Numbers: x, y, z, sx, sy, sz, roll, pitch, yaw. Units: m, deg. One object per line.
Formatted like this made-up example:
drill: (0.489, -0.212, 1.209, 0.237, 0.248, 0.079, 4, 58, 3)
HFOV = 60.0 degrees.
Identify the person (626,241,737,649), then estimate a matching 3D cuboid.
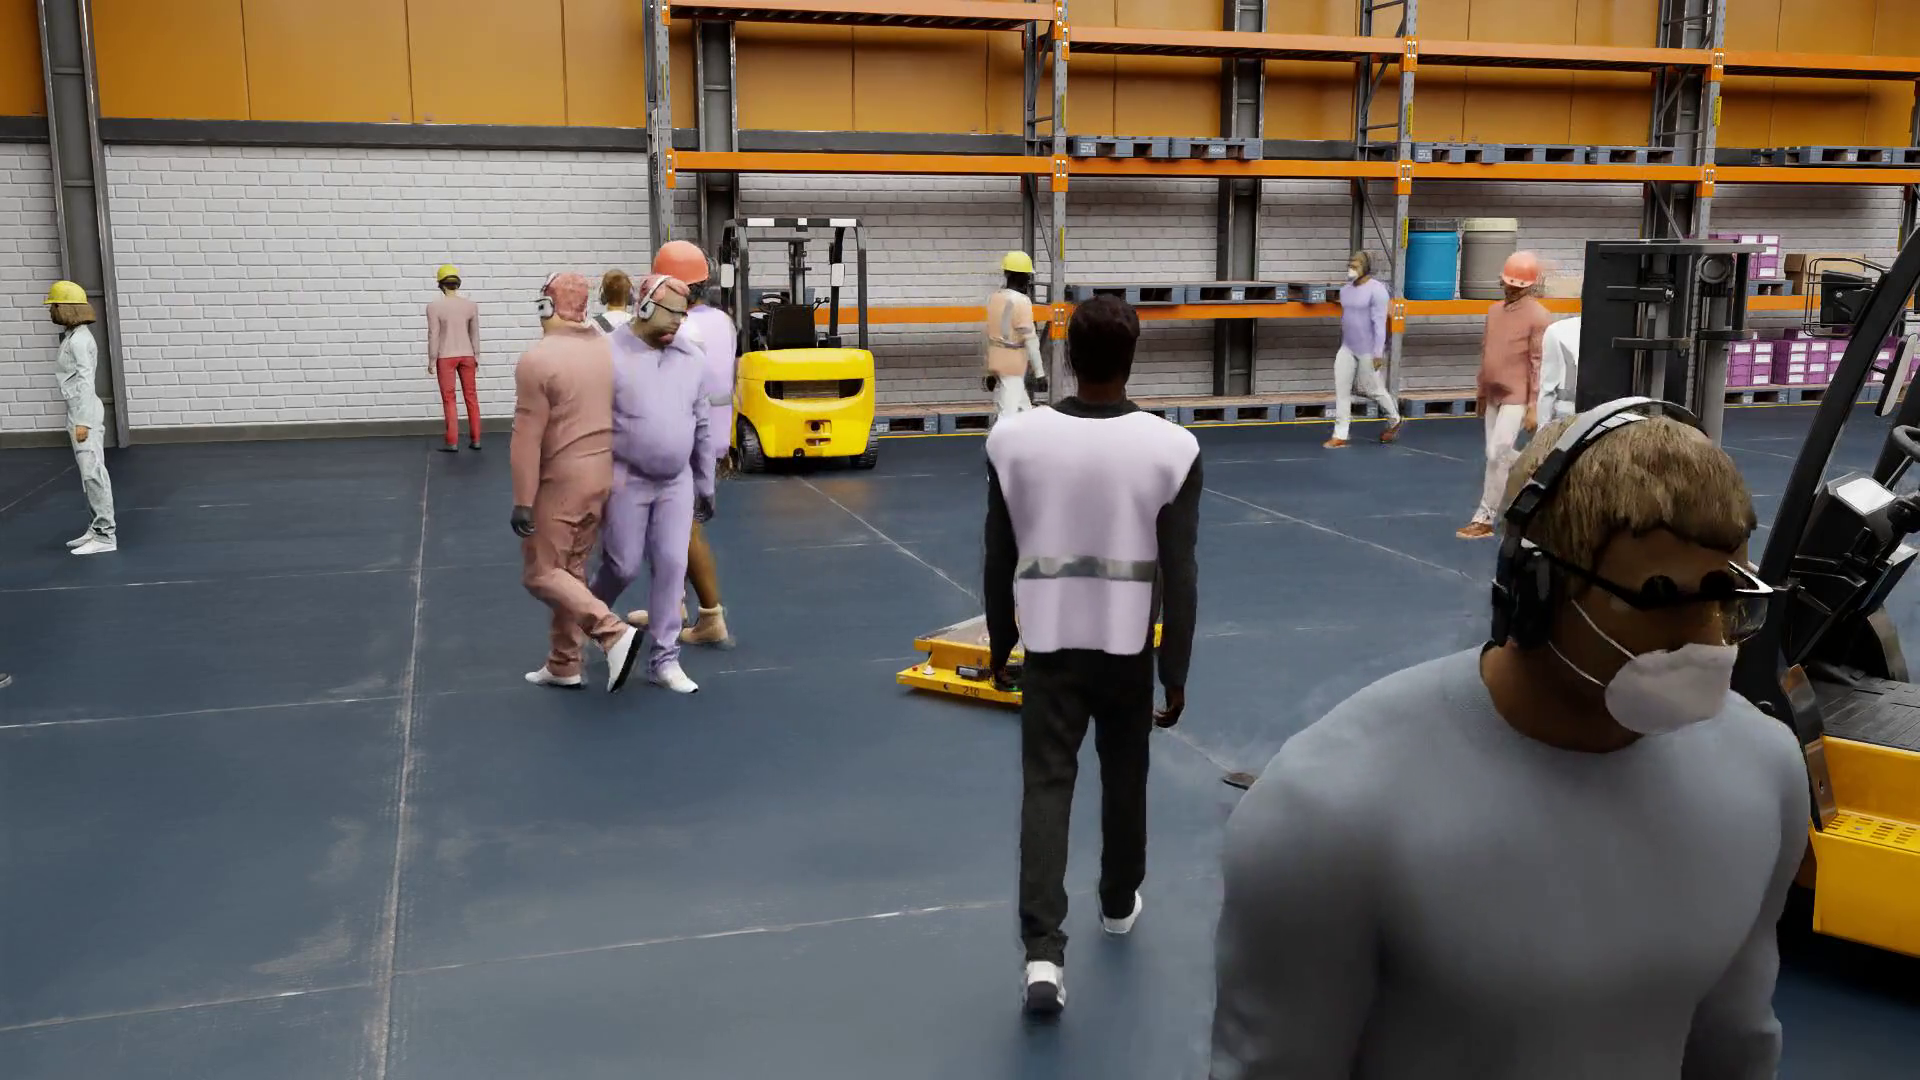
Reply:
person: (-1.443, -0.458, 8.213, 0.769, 2.003, 0.633, 4, 11, 20)

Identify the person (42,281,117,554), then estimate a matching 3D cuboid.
person: (-5.662, -0.784, 10.687, 0.295, 1.743, 0.493, -6, 12, -30)

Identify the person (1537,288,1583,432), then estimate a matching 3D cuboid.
person: (3.433, -0.556, 9.072, 0.579, 1.879, 0.349, 1, 10, 5)

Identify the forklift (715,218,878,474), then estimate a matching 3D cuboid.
forklift: (-1.522, -1.778, 14.899, 1.214, 2.155, 2.313, -3, 11, -17)

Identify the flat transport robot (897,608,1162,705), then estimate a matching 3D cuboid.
flat transport robot: (0.374, 0.482, 7.787, 0.652, 0.197, 1.431, 7, 12, 32)

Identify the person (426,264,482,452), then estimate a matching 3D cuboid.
person: (-4.789, -1.712, 15.720, 0.533, 1.765, 0.329, -10, 14, -43)

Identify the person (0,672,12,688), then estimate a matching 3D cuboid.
person: (-4.535, -0.227, 7.428, 0.403, 1.825, 0.597, -9, 14, -40)

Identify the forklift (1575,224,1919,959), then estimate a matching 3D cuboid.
forklift: (2.909, 0.117, 4.508, 2.313, 2.155, 1.214, 9, 14, 40)

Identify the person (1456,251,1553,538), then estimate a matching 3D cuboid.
person: (3.786, -0.962, 11.166, 0.805, 1.941, 0.656, -3, 11, -17)

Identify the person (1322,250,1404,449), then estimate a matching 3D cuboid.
person: (3.928, -1.834, 16.040, 0.928, 1.909, 0.632, -6, 12, -31)

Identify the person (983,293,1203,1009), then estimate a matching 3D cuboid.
person: (0.341, 0.283, 4.493, 0.595, 1.886, 0.947, 1, 10, 8)

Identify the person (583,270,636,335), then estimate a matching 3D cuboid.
person: (-2.193, -0.811, 10.672, 0.508, 1.809, 0.845, -3, 11, -18)

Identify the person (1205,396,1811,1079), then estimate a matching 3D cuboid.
person: (0.510, 0.761, 1.822, 0.649, 1.898, 0.921, -4, 11, -20)

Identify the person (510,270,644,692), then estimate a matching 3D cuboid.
person: (-1.681, -0.233, 7.280, 0.654, 1.881, 0.656, 5, 11, 25)

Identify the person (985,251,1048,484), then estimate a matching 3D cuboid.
person: (0.485, -1.405, 13.662, 0.685, 1.904, 0.606, -4, 11, -21)

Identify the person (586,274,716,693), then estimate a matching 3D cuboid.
person: (-1.449, -0.273, 7.566, 0.677, 1.868, 0.774, -8, 13, -37)
